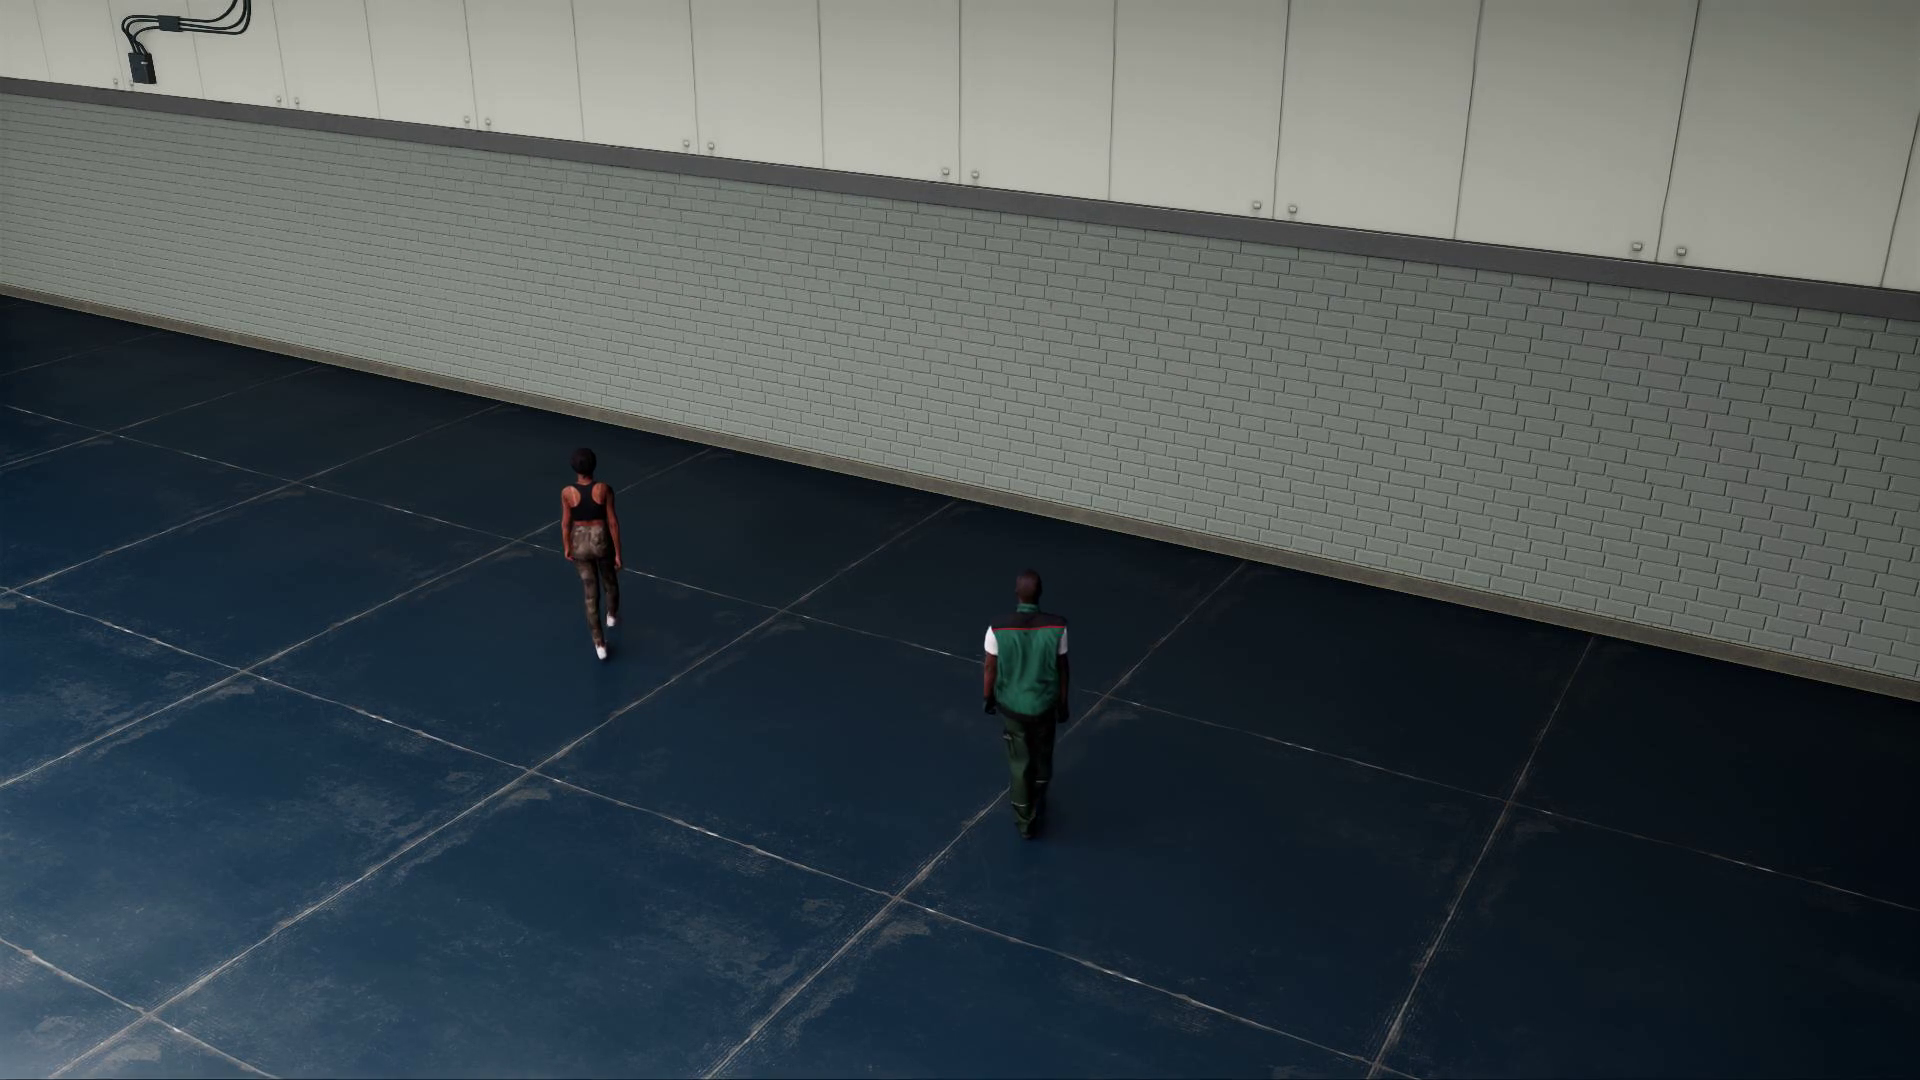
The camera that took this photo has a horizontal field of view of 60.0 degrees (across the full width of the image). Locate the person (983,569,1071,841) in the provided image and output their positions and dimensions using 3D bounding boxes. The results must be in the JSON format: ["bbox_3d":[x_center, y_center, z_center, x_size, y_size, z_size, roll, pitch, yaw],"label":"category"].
[{"bbox_3d":[0.435,1.078,10.486,0.871,1.828,0.919,-1,23,-1],"label":"person"}]

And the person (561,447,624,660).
[{"bbox_3d":[-2.852,0.131,12.921,0.991,1.665,1.102,-3,23,-8],"label":"person"}]
